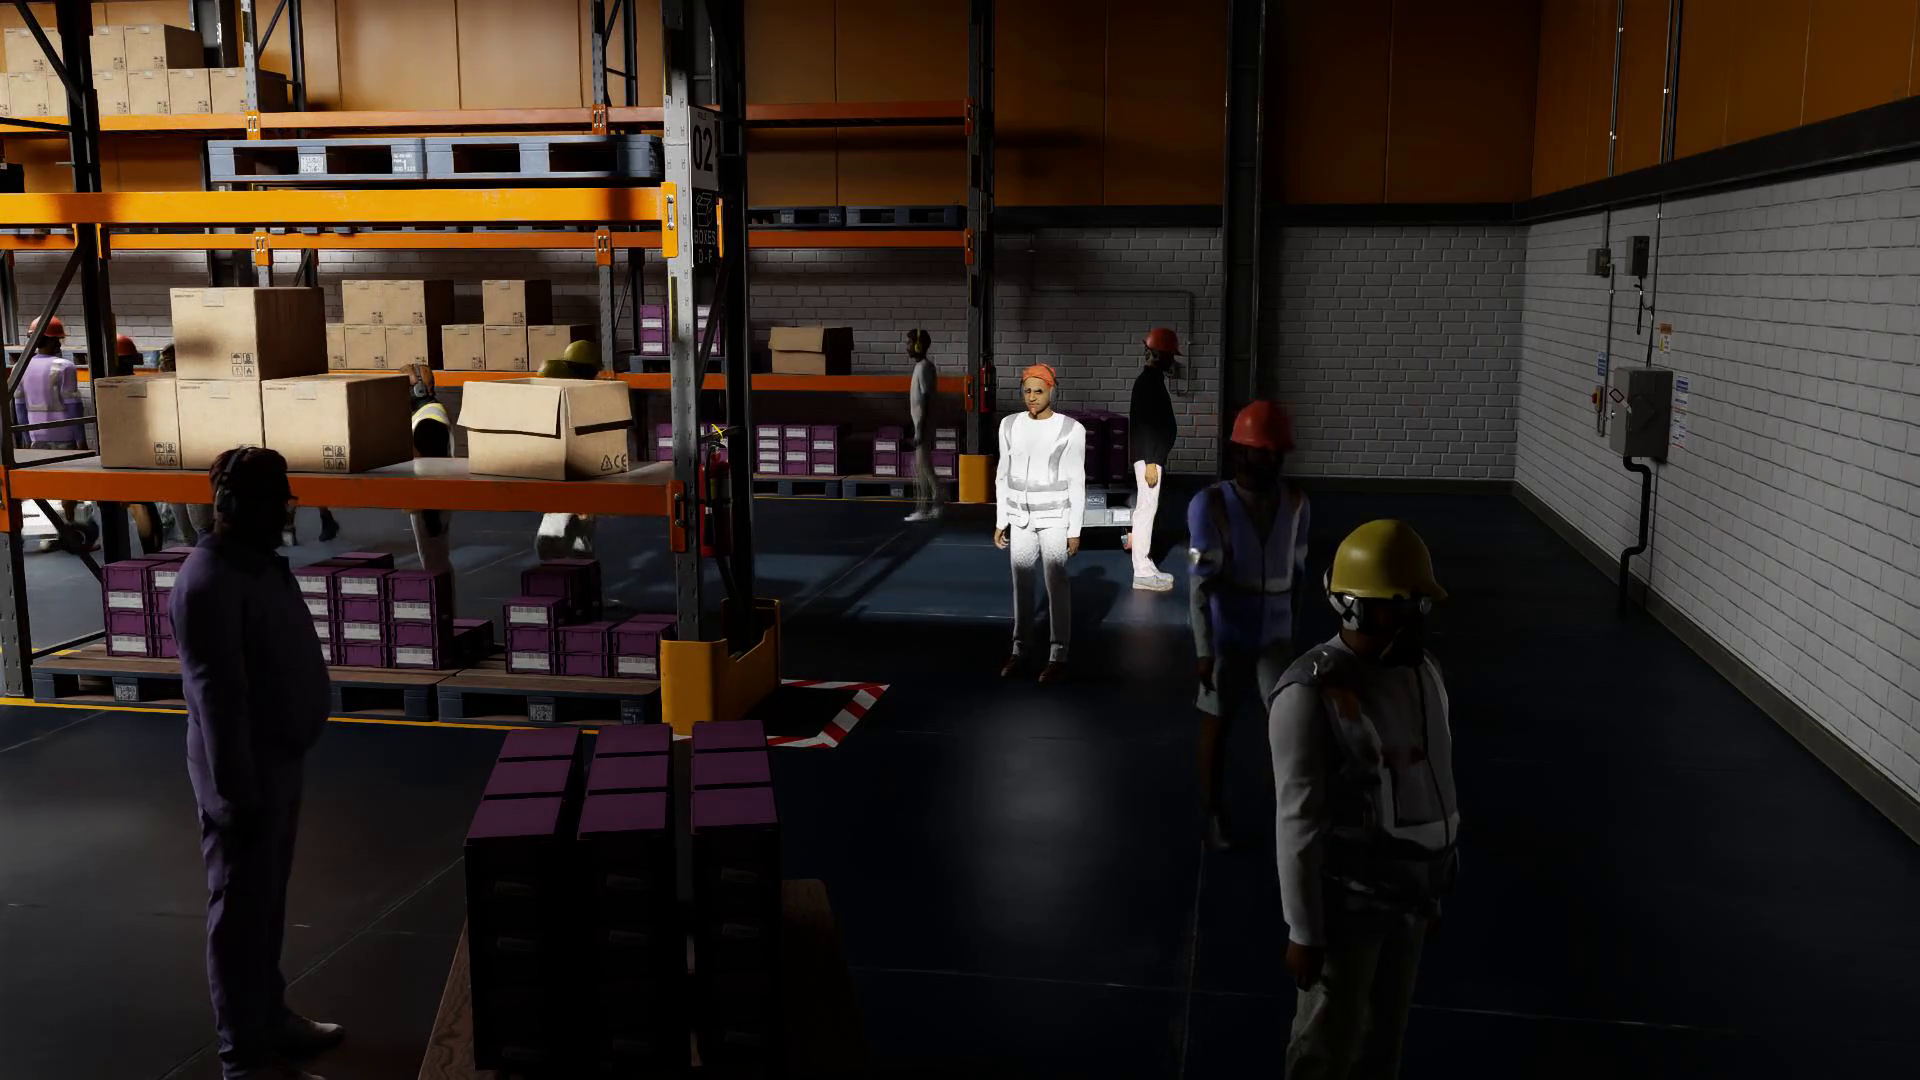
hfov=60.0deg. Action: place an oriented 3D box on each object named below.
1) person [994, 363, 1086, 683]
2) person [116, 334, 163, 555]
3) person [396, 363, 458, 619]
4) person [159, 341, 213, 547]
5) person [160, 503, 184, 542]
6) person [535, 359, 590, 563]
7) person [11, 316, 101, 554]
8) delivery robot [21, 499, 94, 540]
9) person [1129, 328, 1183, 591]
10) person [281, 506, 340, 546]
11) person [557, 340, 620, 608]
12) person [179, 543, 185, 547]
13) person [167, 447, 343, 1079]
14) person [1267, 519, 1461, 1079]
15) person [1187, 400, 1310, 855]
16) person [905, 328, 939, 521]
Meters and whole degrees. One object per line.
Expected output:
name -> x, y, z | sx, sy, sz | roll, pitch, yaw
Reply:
person -> 0.467, -0.100, 9.814 | 0.575, 1.880, 0.359 | 6, 11, 31
person -> -6.451, -0.633, 12.941 | 0.371, 1.933, 0.550 | -2, 9, -10
person -> -3.420, -0.212, 10.654 | 0.428, 1.836, 0.627 | -3, 10, -19
person -> -5.411, -0.440, 11.727 | 0.635, 1.938, 0.354 | 7, 11, 37
person -> -6.762, -0.819, 14.816 | 0.894, 1.693, 0.501 | -2, 9, -14
person -> -2.783, -0.324, 11.408 | 0.552, 1.809, 0.608 | -3, 10, -21
person -> -7.738, -0.895, 14.223 | 0.605, 2.045, 0.378 | 2, 9, 10
delivery robot -> -7.835, -0.206, 14.266 | 0.707, 0.478, 0.477 | -4, 10, -22
person -> 1.483, -0.619, 12.691 | 0.392, 1.986, 0.611 | 2, 9, 11
person -> -5.844, -0.890, 14.573 | 0.523, 1.929, 0.577 | 3, 10, 16
person -> -2.721, -0.464, 11.934 | 0.383, 1.922, 0.587 | -8, 12, -41
person -> -6.408, -0.725, 14.135 | 0.774, 1.735, 0.525 | 6, 11, 34
person -> -2.061, 0.675, 4.929 | 0.401, 1.904, 0.640 | -2, 9, -10
person -> 0.990, 0.855, 4.025 | 0.600, 1.832, 0.404 | -9, 13, -44
person -> 1.185, 0.404, 6.628 | 0.562, 1.898, 0.903 | -2, 9, -14
person -> -0.370, -1.108, 16.101 | 0.306, 1.866, 0.534 | 1, 9, 4
